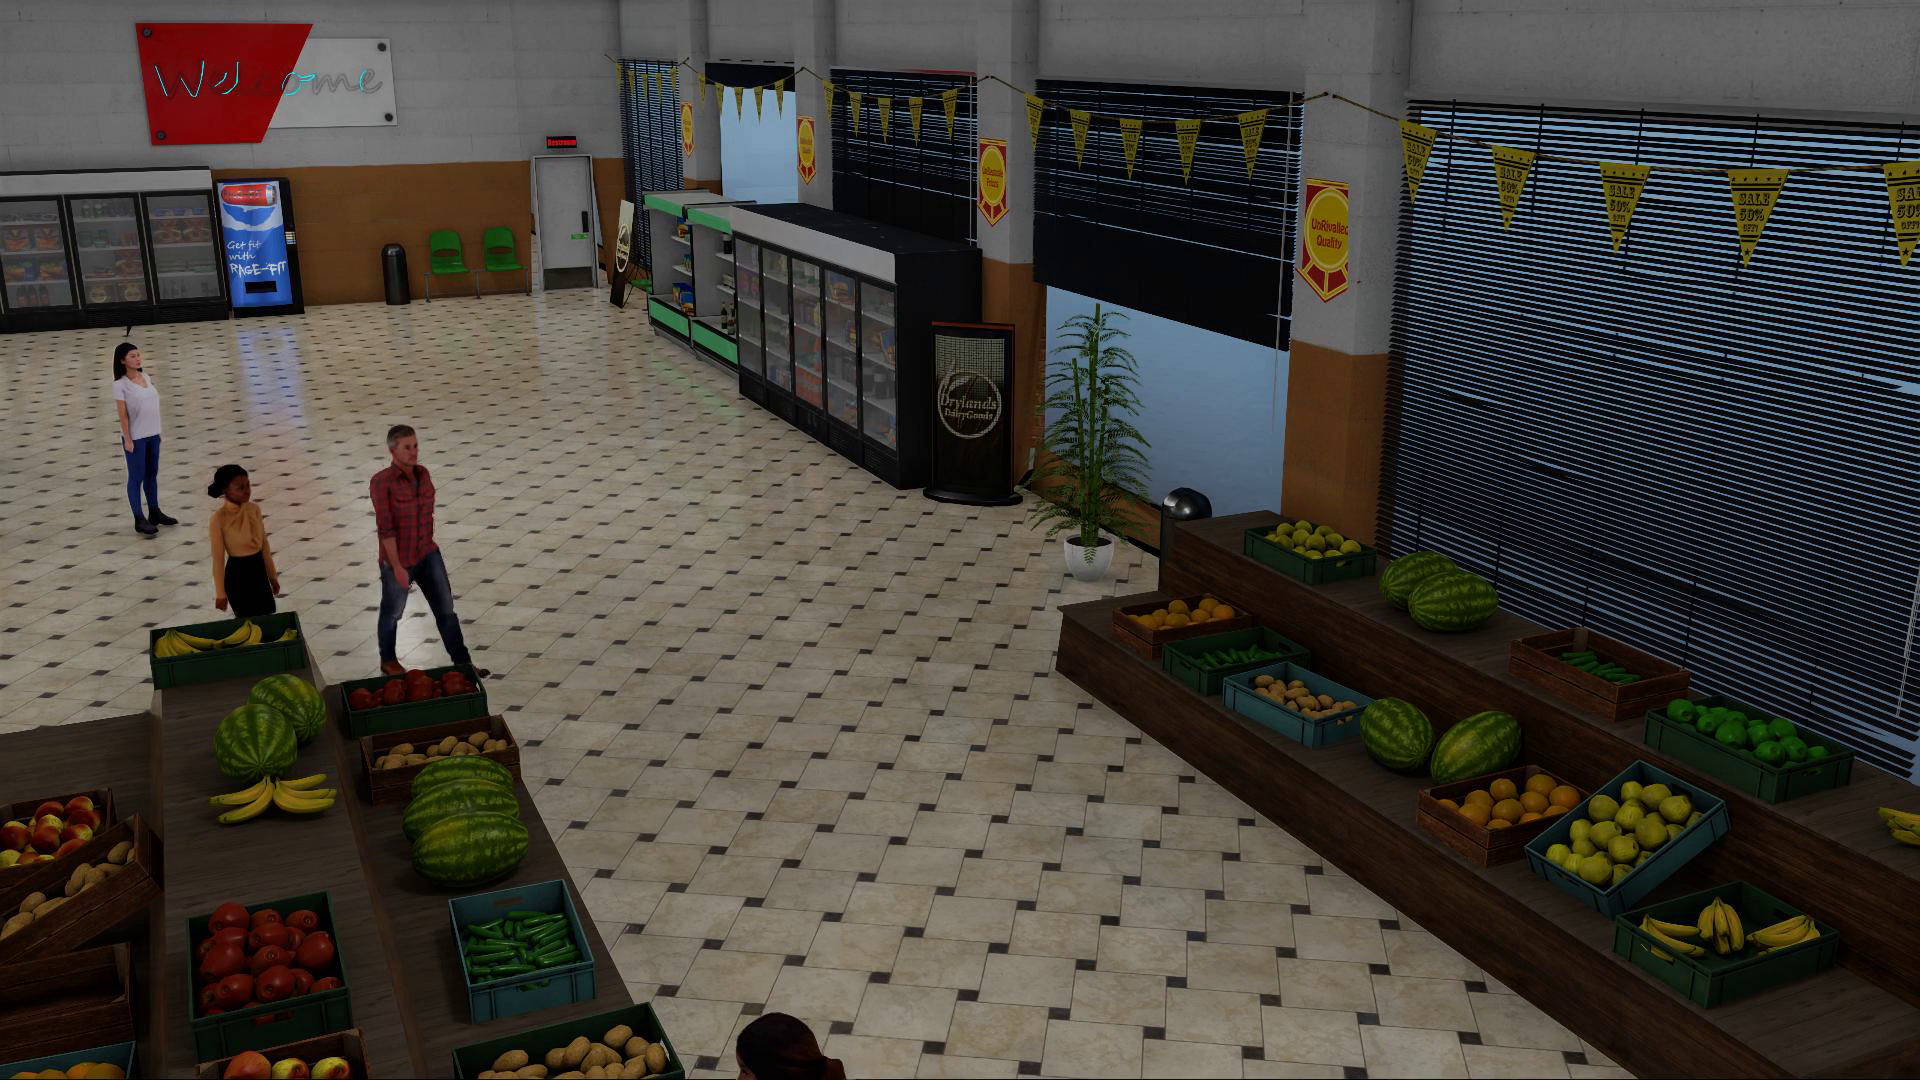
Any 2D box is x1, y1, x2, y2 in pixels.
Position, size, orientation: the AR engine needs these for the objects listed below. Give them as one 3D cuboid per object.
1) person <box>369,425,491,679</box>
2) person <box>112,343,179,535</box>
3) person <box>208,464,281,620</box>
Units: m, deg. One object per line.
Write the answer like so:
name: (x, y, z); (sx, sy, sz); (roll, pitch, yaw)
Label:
person: (-3.777, 0.120, 11.192); (1.281, 1.789, 1.081); (11, 20, 33)
person: (-7.259, -0.898, 14.725); (0.742, 1.685, 0.644); (3, 17, 9)
person: (-4.706, 0.305, 10.853); (0.962, 1.632, 0.914); (6, 18, 18)
